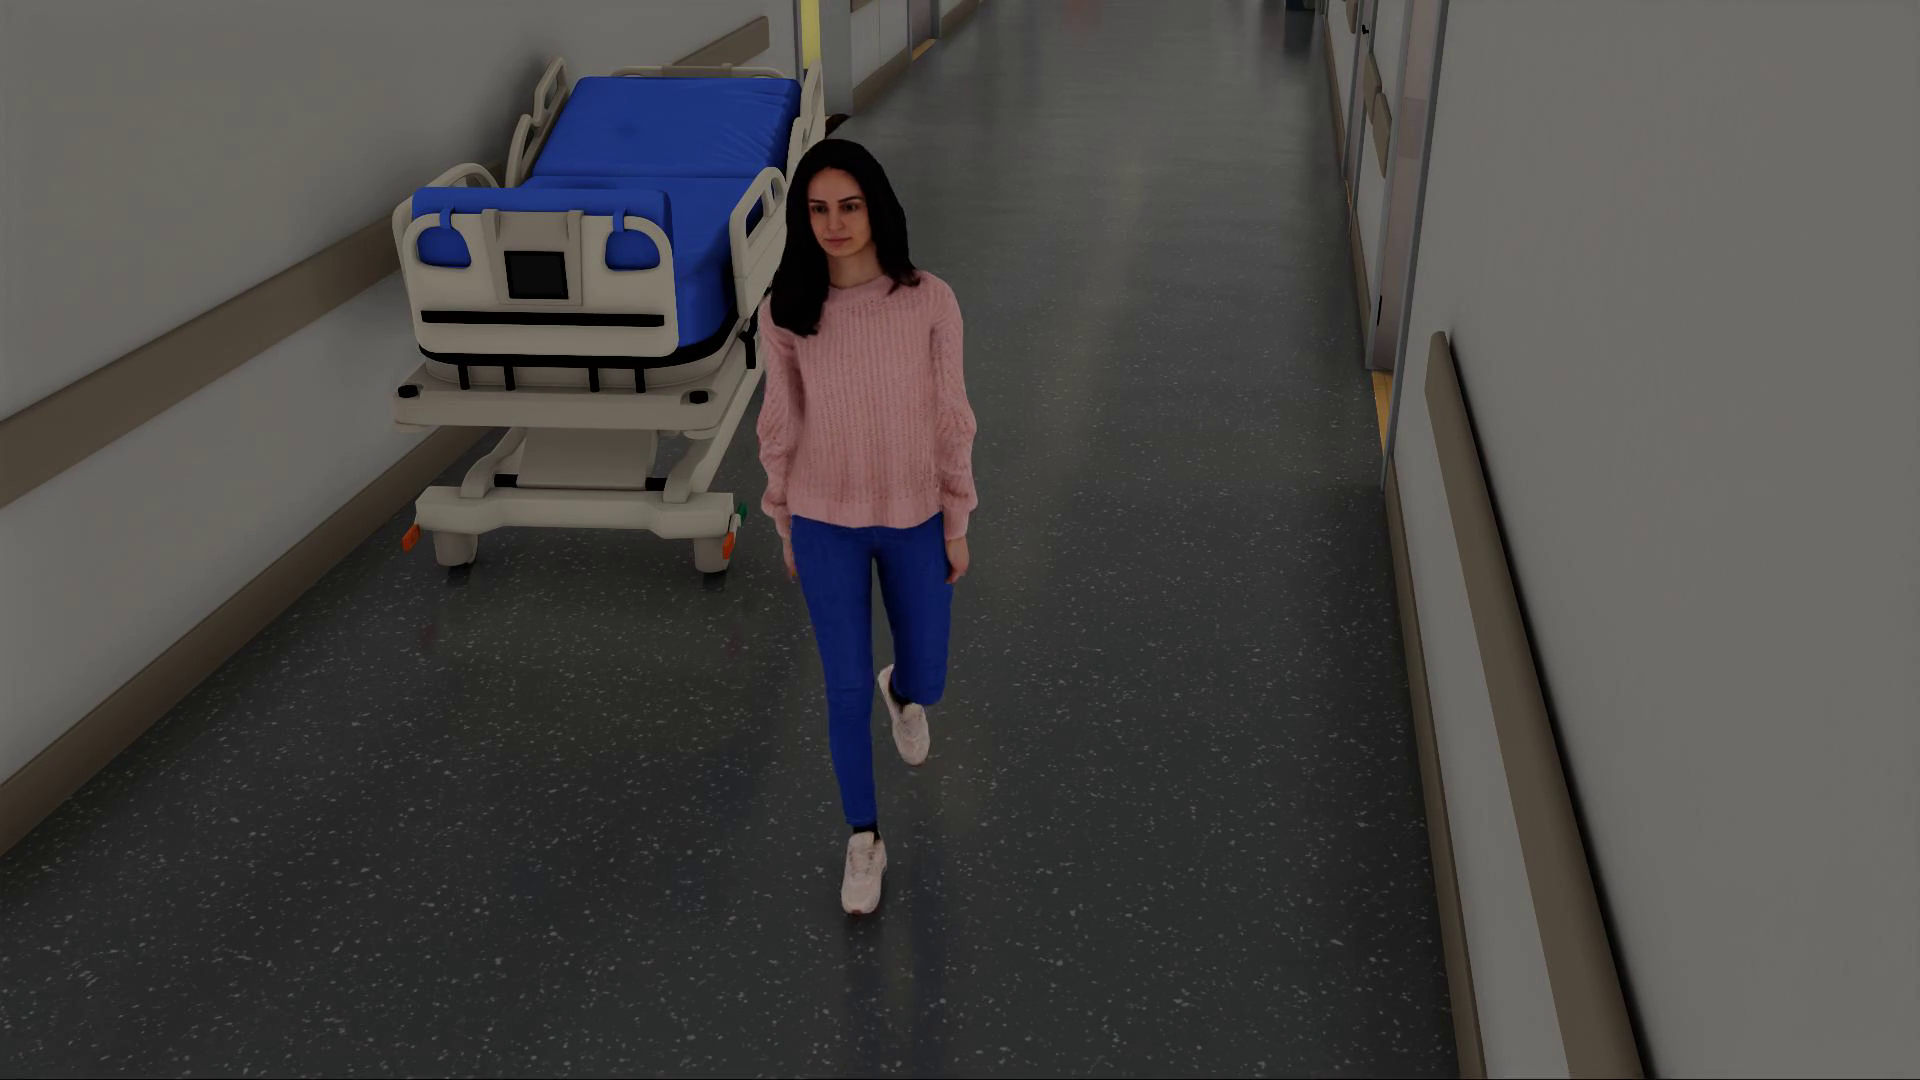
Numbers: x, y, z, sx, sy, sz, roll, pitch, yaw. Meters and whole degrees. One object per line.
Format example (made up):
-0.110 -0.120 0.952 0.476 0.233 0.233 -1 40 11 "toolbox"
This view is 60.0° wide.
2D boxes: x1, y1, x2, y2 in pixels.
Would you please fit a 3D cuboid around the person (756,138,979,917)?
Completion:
-0.192 -0.038 3.770 0.919 1.745 0.802 0 26 0 "person"
